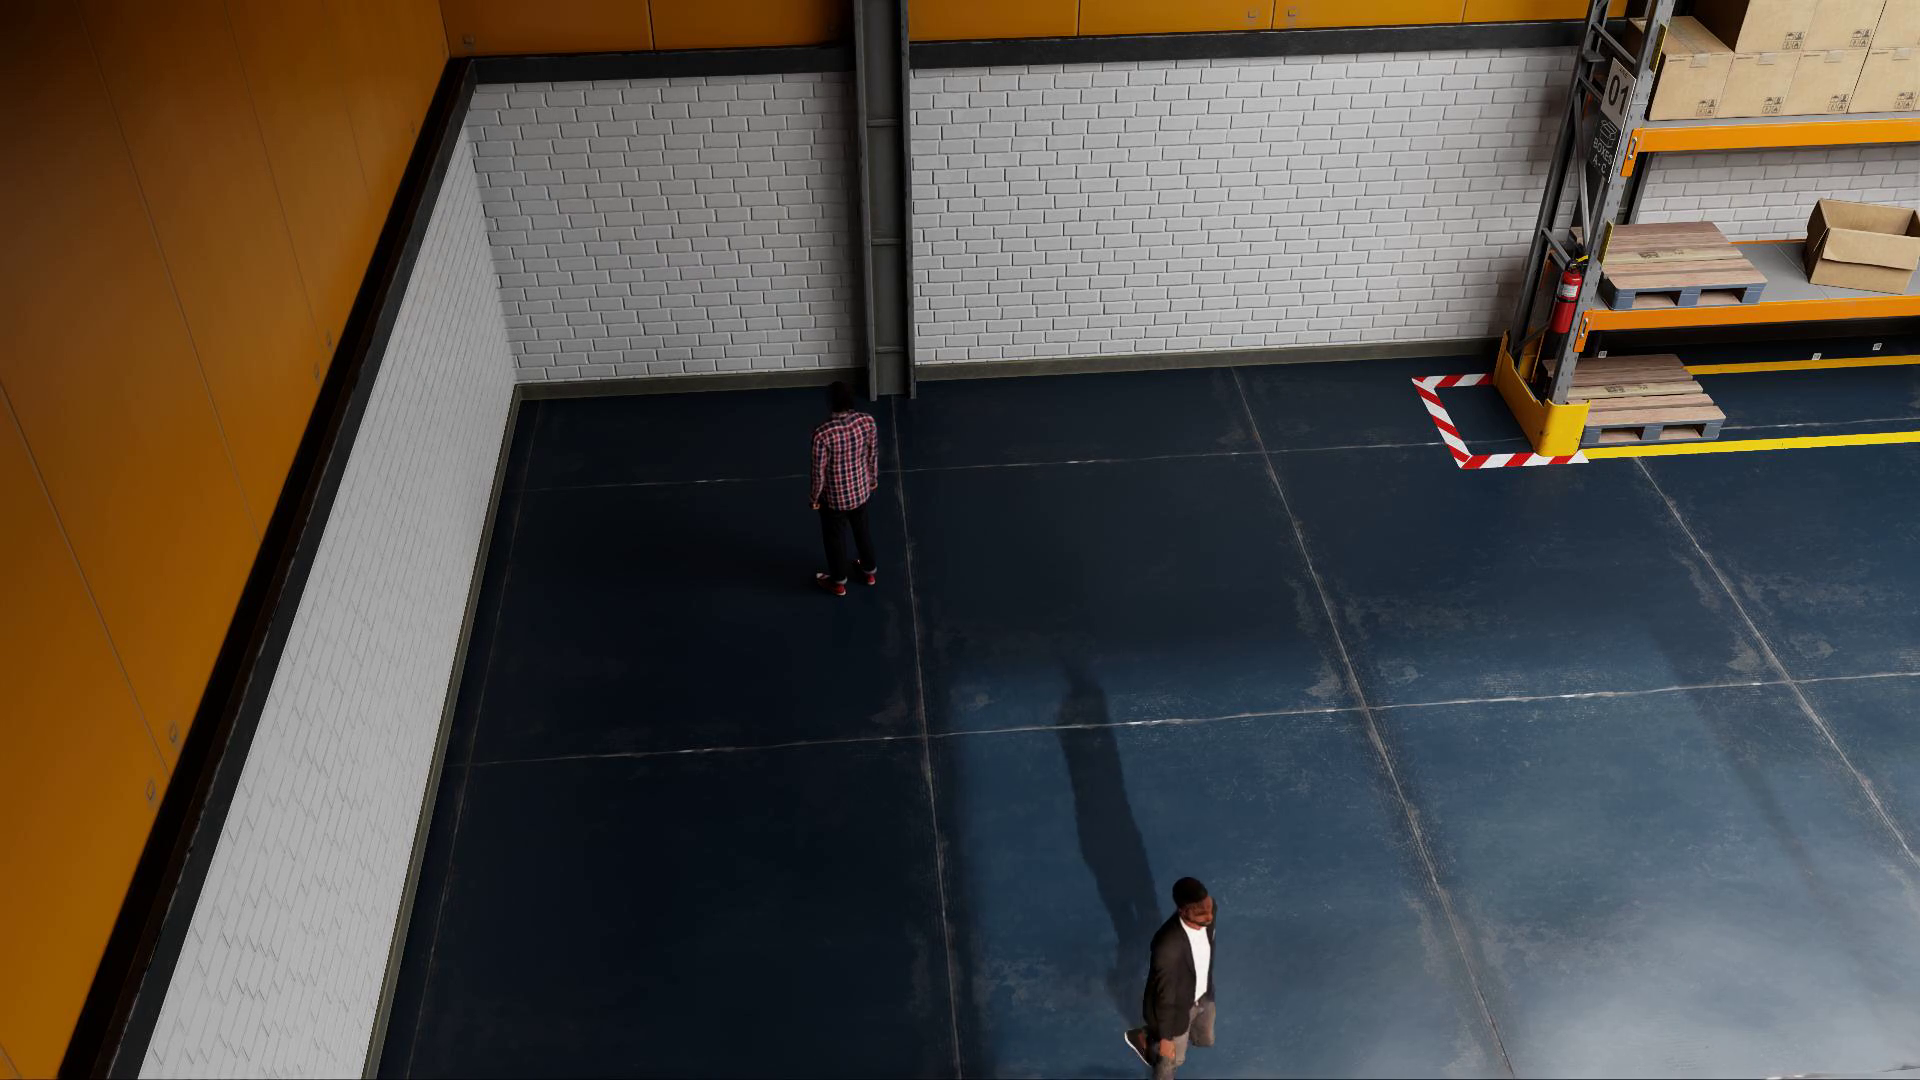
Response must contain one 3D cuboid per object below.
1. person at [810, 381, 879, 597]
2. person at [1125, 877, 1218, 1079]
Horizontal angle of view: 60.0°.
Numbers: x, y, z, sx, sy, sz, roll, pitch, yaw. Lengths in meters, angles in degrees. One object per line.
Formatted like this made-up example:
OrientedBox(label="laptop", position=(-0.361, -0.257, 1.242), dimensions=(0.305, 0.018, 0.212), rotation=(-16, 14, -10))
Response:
OrientedBox(label="person", position=(-0.828, -0.367, 11.773), dimensions=(0.726, 1.757, 0.851), rotation=(-27, 46, -30))
OrientedBox(label="person", position=(1.034, 2.293, 8.418), dimensions=(0.943, 1.787, 0.884), rotation=(28, 47, 31))
